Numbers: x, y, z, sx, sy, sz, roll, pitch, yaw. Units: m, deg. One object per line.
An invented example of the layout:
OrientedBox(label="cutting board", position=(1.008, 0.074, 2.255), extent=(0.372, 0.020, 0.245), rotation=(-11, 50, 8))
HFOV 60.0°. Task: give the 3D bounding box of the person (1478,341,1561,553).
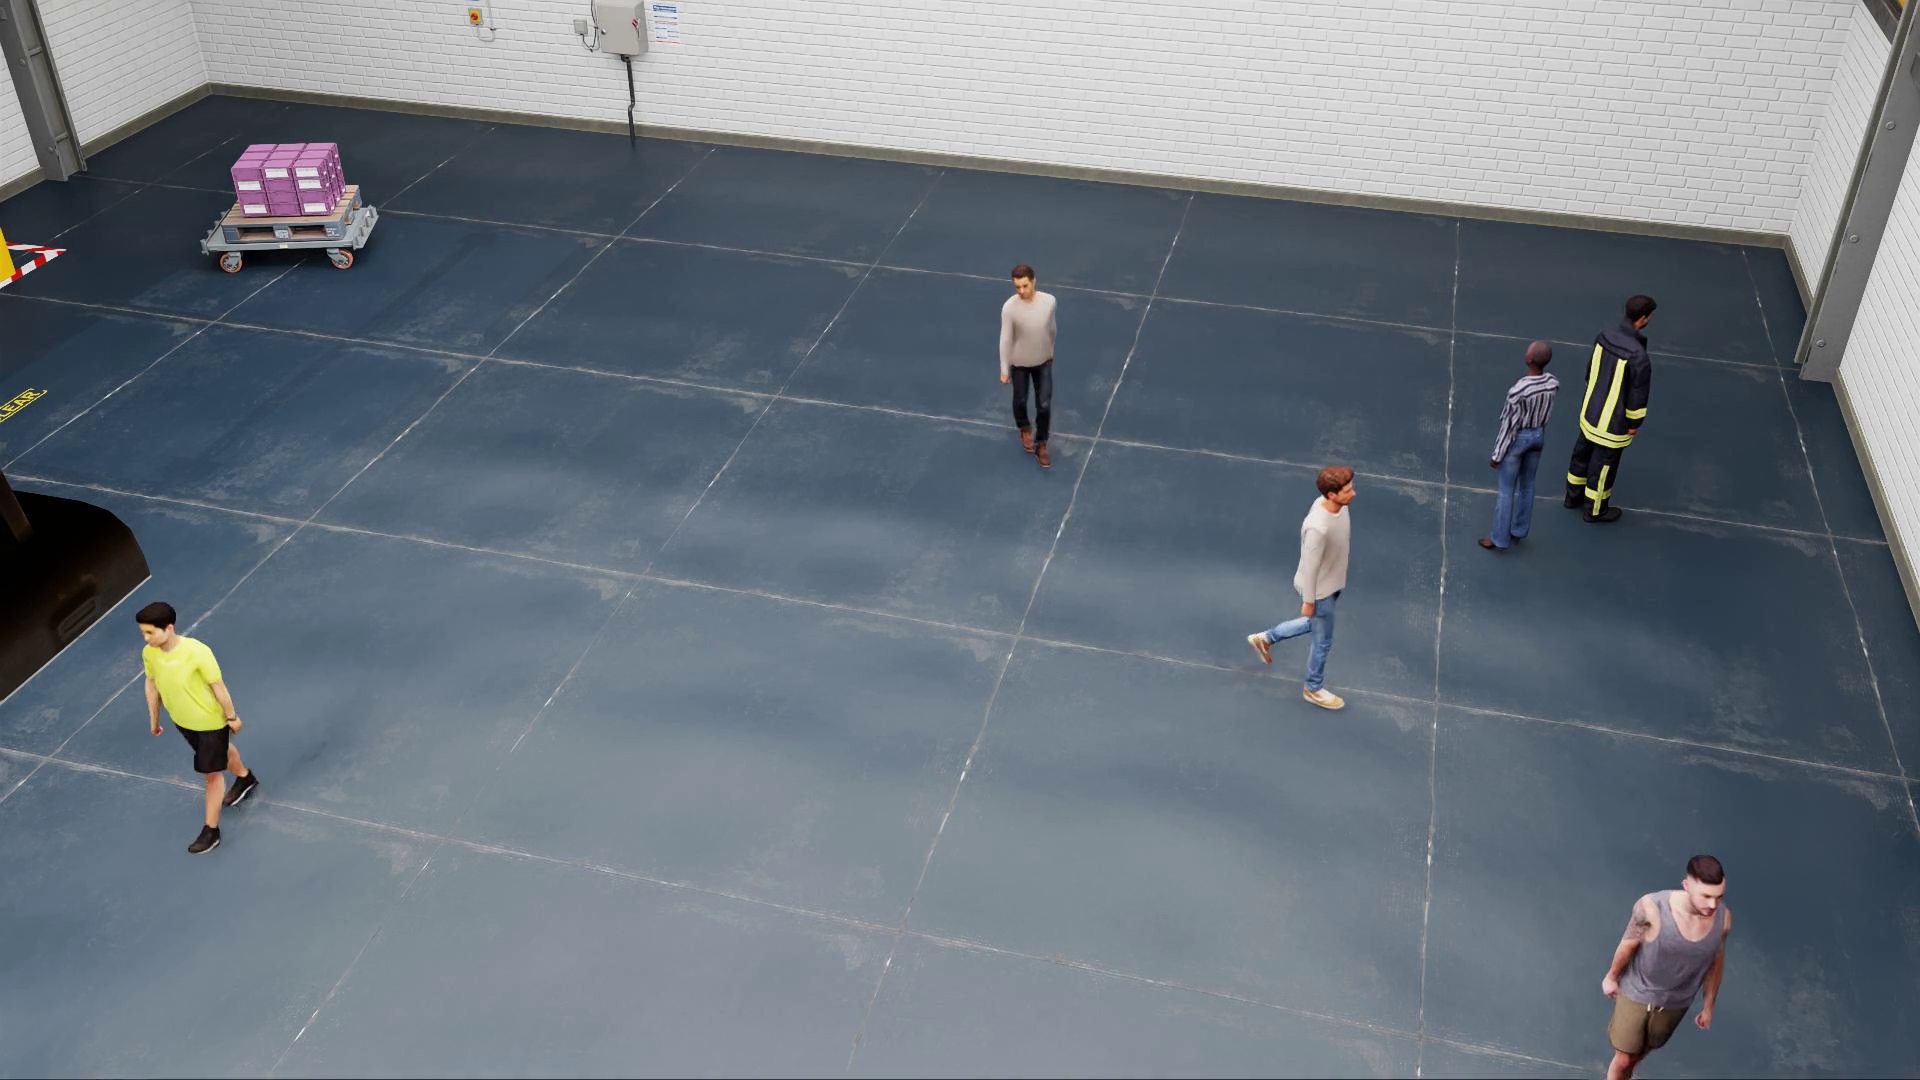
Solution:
OrientedBox(label="person", position=(4.311, -0.708, 12.758), extent=(0.697, 1.795, 0.749), rotation=(-16, 37, -23))

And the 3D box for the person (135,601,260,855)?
OrientedBox(label="person", position=(-4.646, 1.023, 10.267), extent=(0.674, 1.670, 1.010), rotation=(10, 35, 15))

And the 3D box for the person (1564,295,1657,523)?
OrientedBox(label="person", position=(5.143, -1.045, 13.149), extent=(0.955, 1.923, 0.840), rotation=(-11, 35, -16))

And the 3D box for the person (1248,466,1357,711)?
OrientedBox(label="person", position=(2.347, 0.282, 11.188), extent=(0.854, 1.884, 0.982), rotation=(16, 37, 22))

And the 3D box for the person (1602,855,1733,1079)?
OrientedBox(label="person", position=(3.510, 2.198, 8.395), extent=(0.736, 1.828, 0.859), rotation=(3, 34, 4))

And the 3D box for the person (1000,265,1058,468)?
OrientedBox(label="person", position=(0.595, -1.523, 13.966), extent=(0.850, 1.816, 0.968), rotation=(-9, 35, -13))
